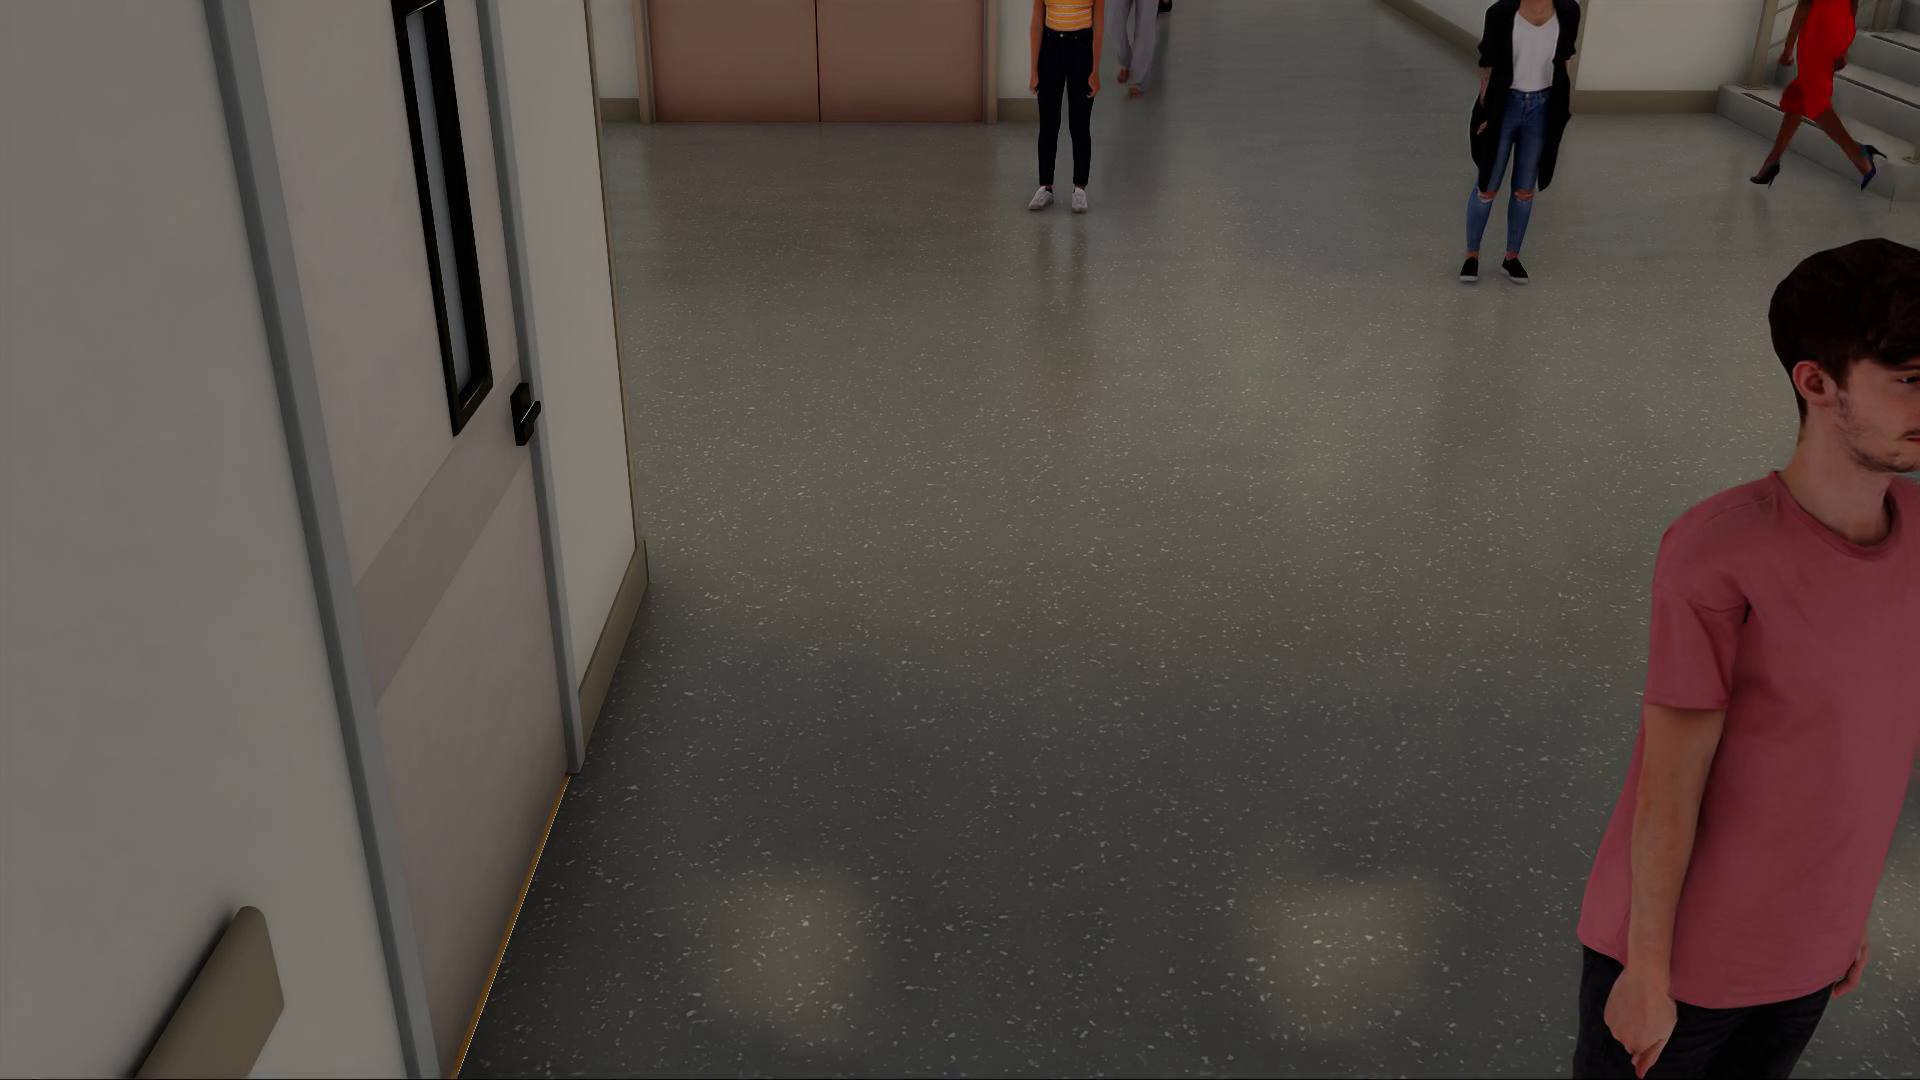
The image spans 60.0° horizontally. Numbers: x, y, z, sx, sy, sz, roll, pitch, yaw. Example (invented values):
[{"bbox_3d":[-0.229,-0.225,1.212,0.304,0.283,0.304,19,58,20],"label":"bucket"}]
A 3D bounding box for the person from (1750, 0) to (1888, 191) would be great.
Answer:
[{"bbox_3d":[5.065,-2.828,9.612,1.067,1.712,0.973,-13,29,-25],"label":"person"}]

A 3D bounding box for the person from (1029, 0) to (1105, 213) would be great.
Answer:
[{"bbox_3d":[0.606,-2.698,9.438,0.532,1.629,0.676,6,26,13],"label":"person"}]

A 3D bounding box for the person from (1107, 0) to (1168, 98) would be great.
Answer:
[{"bbox_3d":[1.352,-4.265,12.578,0.741,1.724,0.799,7,27,13],"label":"person"}]

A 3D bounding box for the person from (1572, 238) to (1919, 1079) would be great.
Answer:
[{"bbox_3d":[1.072,0.536,2.352,0.645,1.958,0.763,-13,29,-25],"label":"person"}]

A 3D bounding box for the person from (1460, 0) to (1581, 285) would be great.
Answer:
[{"bbox_3d":[2.730,-2.096,8.126,0.514,1.683,0.707,2,26,5],"label":"person"}]
